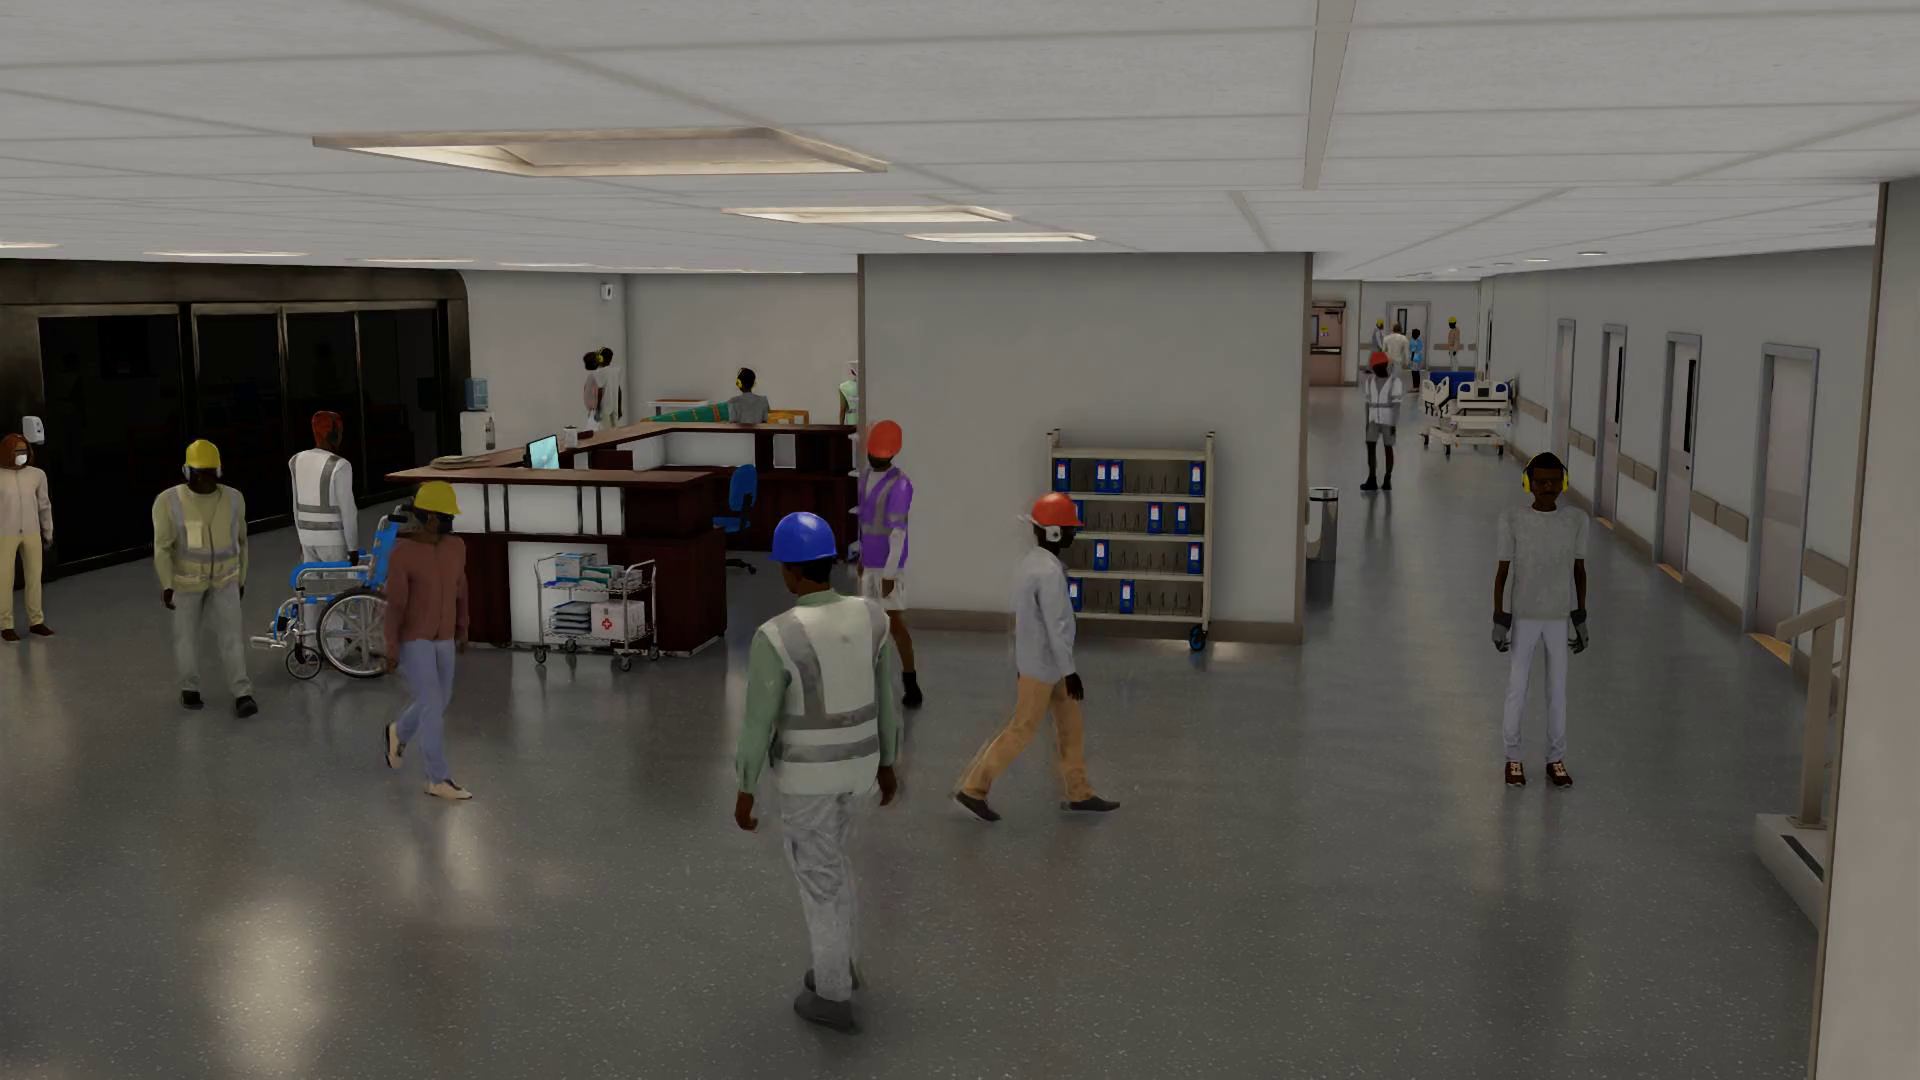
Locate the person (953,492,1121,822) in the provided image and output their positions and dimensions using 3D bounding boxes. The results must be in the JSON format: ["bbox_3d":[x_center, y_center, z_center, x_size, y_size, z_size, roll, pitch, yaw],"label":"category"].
[{"bbox_3d":[0.380,0.606,8.543,0.858,1.717,0.564,0,9,1],"label":"person"}]

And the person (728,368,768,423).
[{"bbox_3d":[-2.396,-1.012,18.799,0.503,1.864,0.329,-5,10,-30],"label":"person"}]

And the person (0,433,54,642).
[{"bbox_3d":[-7.370,-0.025,13.034,0.286,1.628,0.506,6,11,36],"label":"person"}]

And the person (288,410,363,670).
[{"bbox_3d":[-4.571,0.005,12.004,0.583,1.879,0.355,4,10,27],"label":"person"}]

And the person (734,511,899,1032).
[{"bbox_3d":[-0.569,0.850,6.196,0.571,1.925,0.652,8,12,43],"label":"person"}]

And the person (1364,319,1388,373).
[{"bbox_3d":[13.693,-6.320,54.283,0.962,1.776,0.616,2,9,15],"label":"person"}]

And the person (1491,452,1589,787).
[{"bbox_3d":[3.207,0.439,9.177,0.517,1.866,0.340,1,9,4],"label":"person"}]

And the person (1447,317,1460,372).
[{"bbox_3d":[14.869,-5.768,50.183,0.396,1.919,0.582,0,9,-1],"label":"person"}]

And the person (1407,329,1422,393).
[{"bbox_3d":[12.106,-4.767,44.253,0.317,1.696,0.541,6,11,36],"label":"person"}]

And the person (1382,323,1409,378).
[{"bbox_3d":[10.726,-4.365,40.945,0.665,1.888,1.043,6,10,34],"label":"person"}]

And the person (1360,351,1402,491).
[{"bbox_3d":[5.690,-1.602,22.596,0.550,1.887,0.828,6,11,36],"label":"person"}]

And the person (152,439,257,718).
[{"bbox_3d":[-4.826,0.251,10.651,0.608,1.780,0.945,-7,11,-39],"label":"person"}]

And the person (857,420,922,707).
[{"bbox_3d":[-0.494,0.152,10.975,0.395,1.893,0.668,-4,10,-27],"label":"person"}]

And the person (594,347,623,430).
[{"bbox_3d":[-5.328,-1.980,25.184,0.317,1.870,0.523,6,10,35],"label":"person"}]

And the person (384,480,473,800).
[{"bbox_3d":[-2.961,0.519,9.077,0.748,1.732,0.559,5,10,29],"label":"person"}]
